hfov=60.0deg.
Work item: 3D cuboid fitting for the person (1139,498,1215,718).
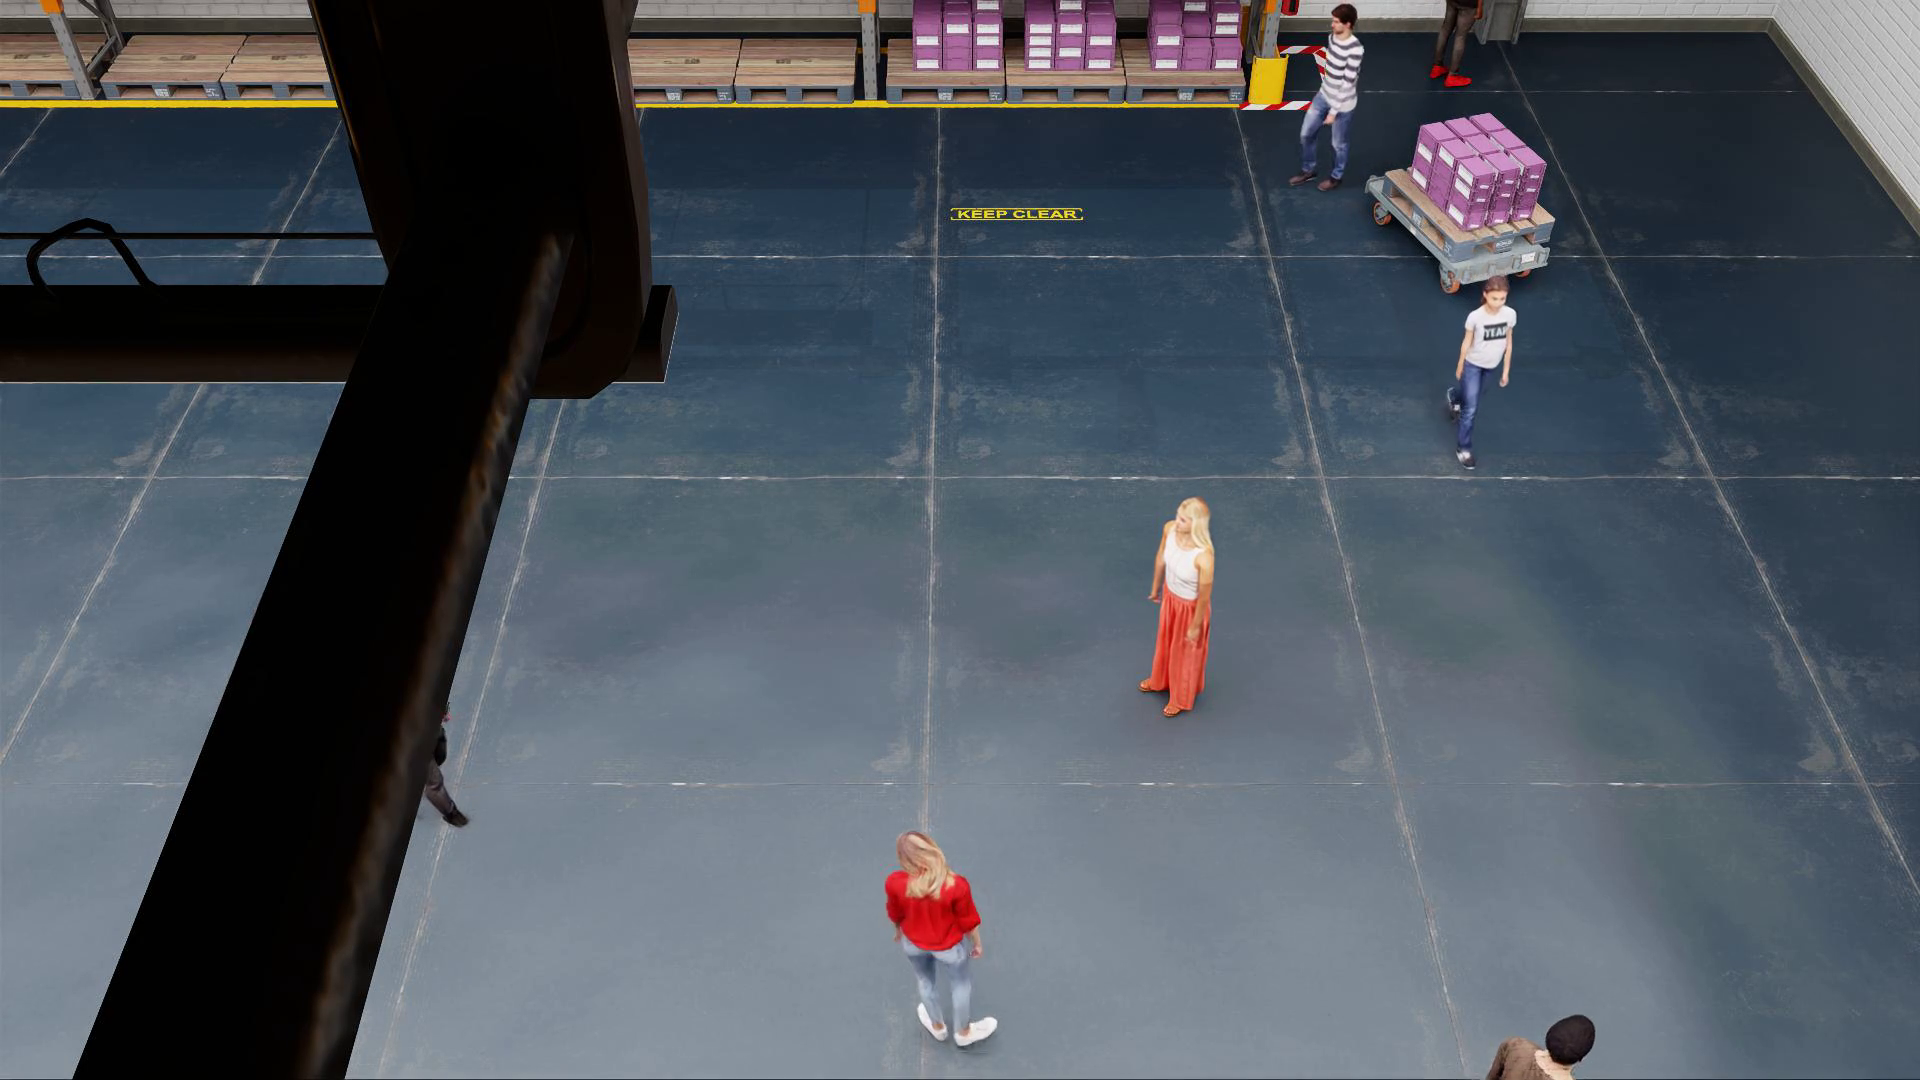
[{"bbox_3d":[1.415,0.413,10.527,0.746,1.801,0.727,-22,48,-22],"label":"person"}]

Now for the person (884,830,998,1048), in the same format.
[{"bbox_3d":[-0.108,2.133,8.805,0.516,1.685,0.841,12,45,13],"label":"person"}]

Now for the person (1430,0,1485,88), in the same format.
[{"bbox_3d":[5.046,-5.449,16.676,0.704,1.805,0.720,-20,47,-20],"label":"person"}]

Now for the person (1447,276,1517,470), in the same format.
[{"bbox_3d":[3.924,-1.372,12.593,1.003,1.535,0.710,-7,44,-7],"label":"person"}]

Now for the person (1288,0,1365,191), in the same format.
[{"bbox_3d":[3.515,-4.024,15.164,0.875,1.829,0.807,-20,47,-20],"label":"person"}]

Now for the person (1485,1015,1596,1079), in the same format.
[{"bbox_3d":[2.601,2.868,7.901,0.987,1.869,0.916,-30,51,-27],"label":"person"}]
